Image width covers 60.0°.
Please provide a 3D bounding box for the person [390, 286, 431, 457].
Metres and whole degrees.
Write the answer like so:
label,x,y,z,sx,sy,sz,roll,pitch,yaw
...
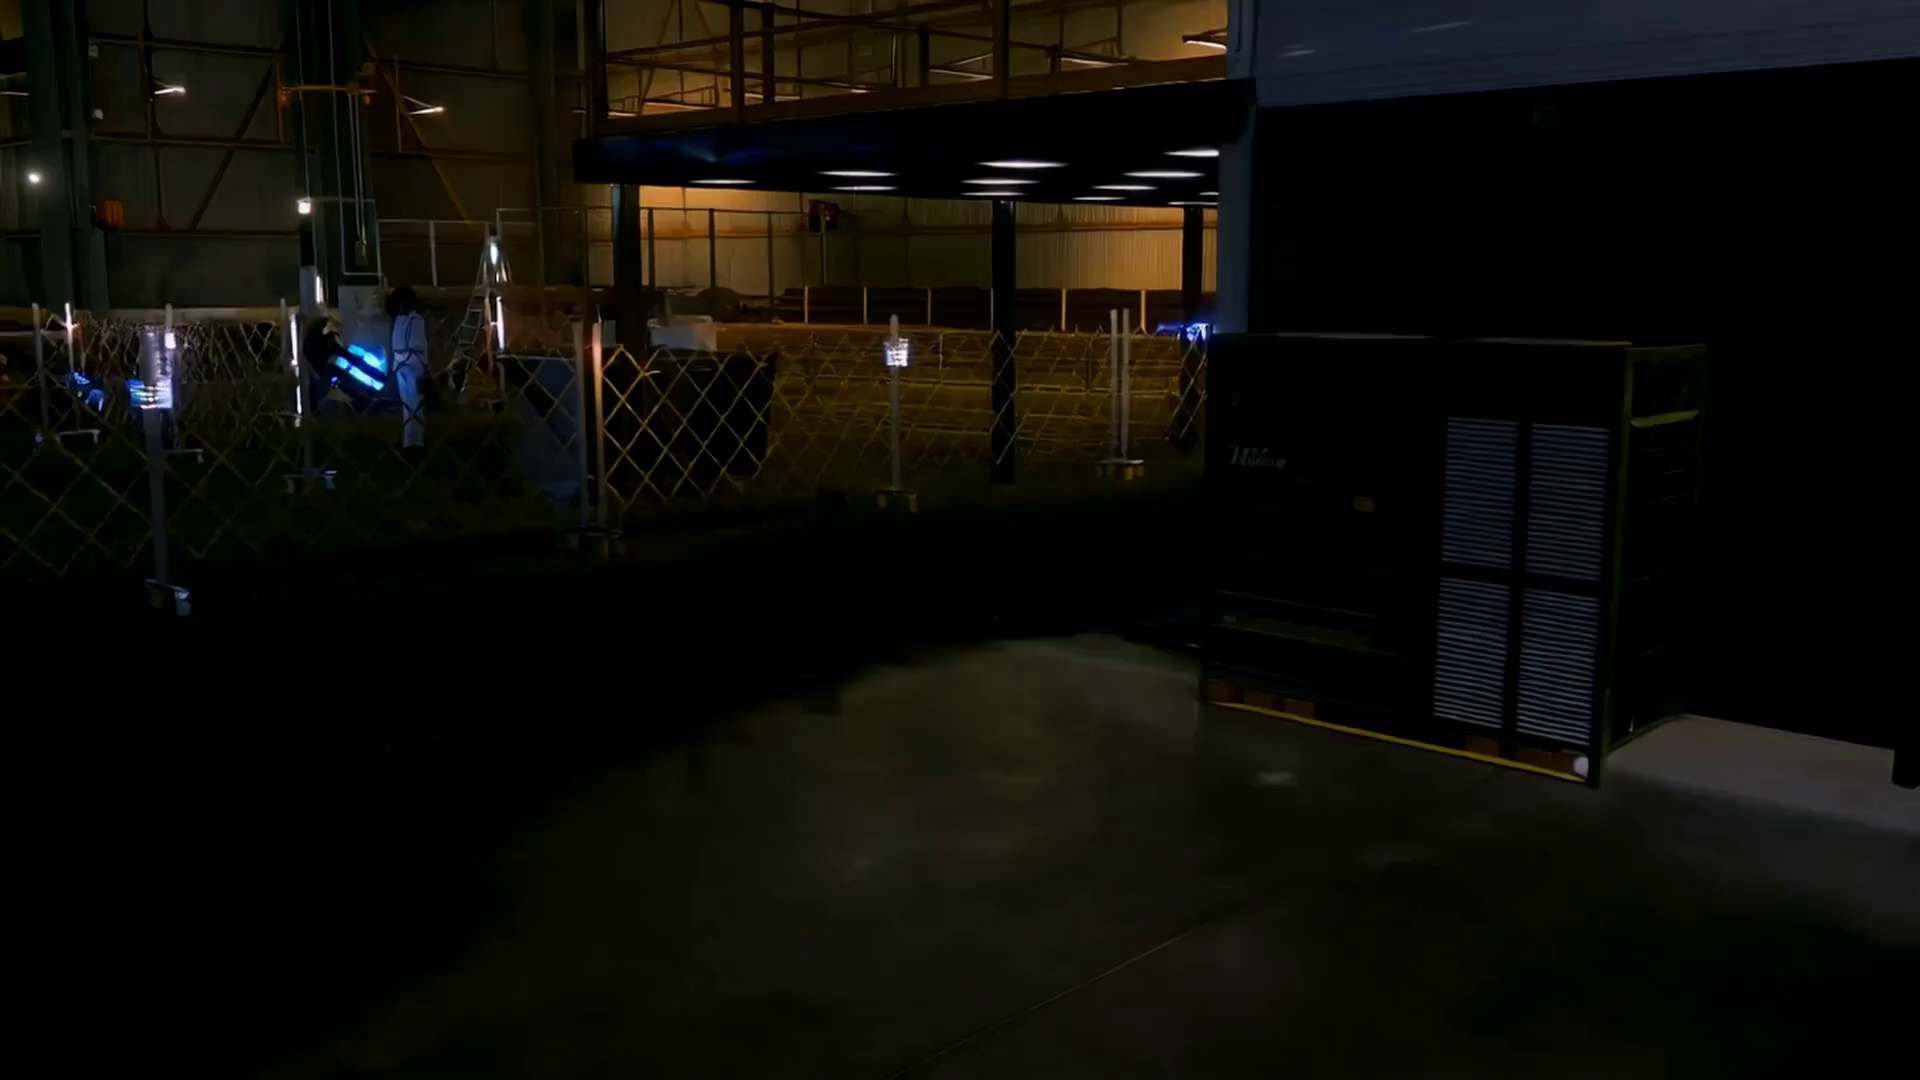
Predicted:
label,x,y,z,sx,sy,sz,roll,pitch,yaw
person,-6.084,-1.857,18.378,0.584,1.882,0.337,9,13,43
